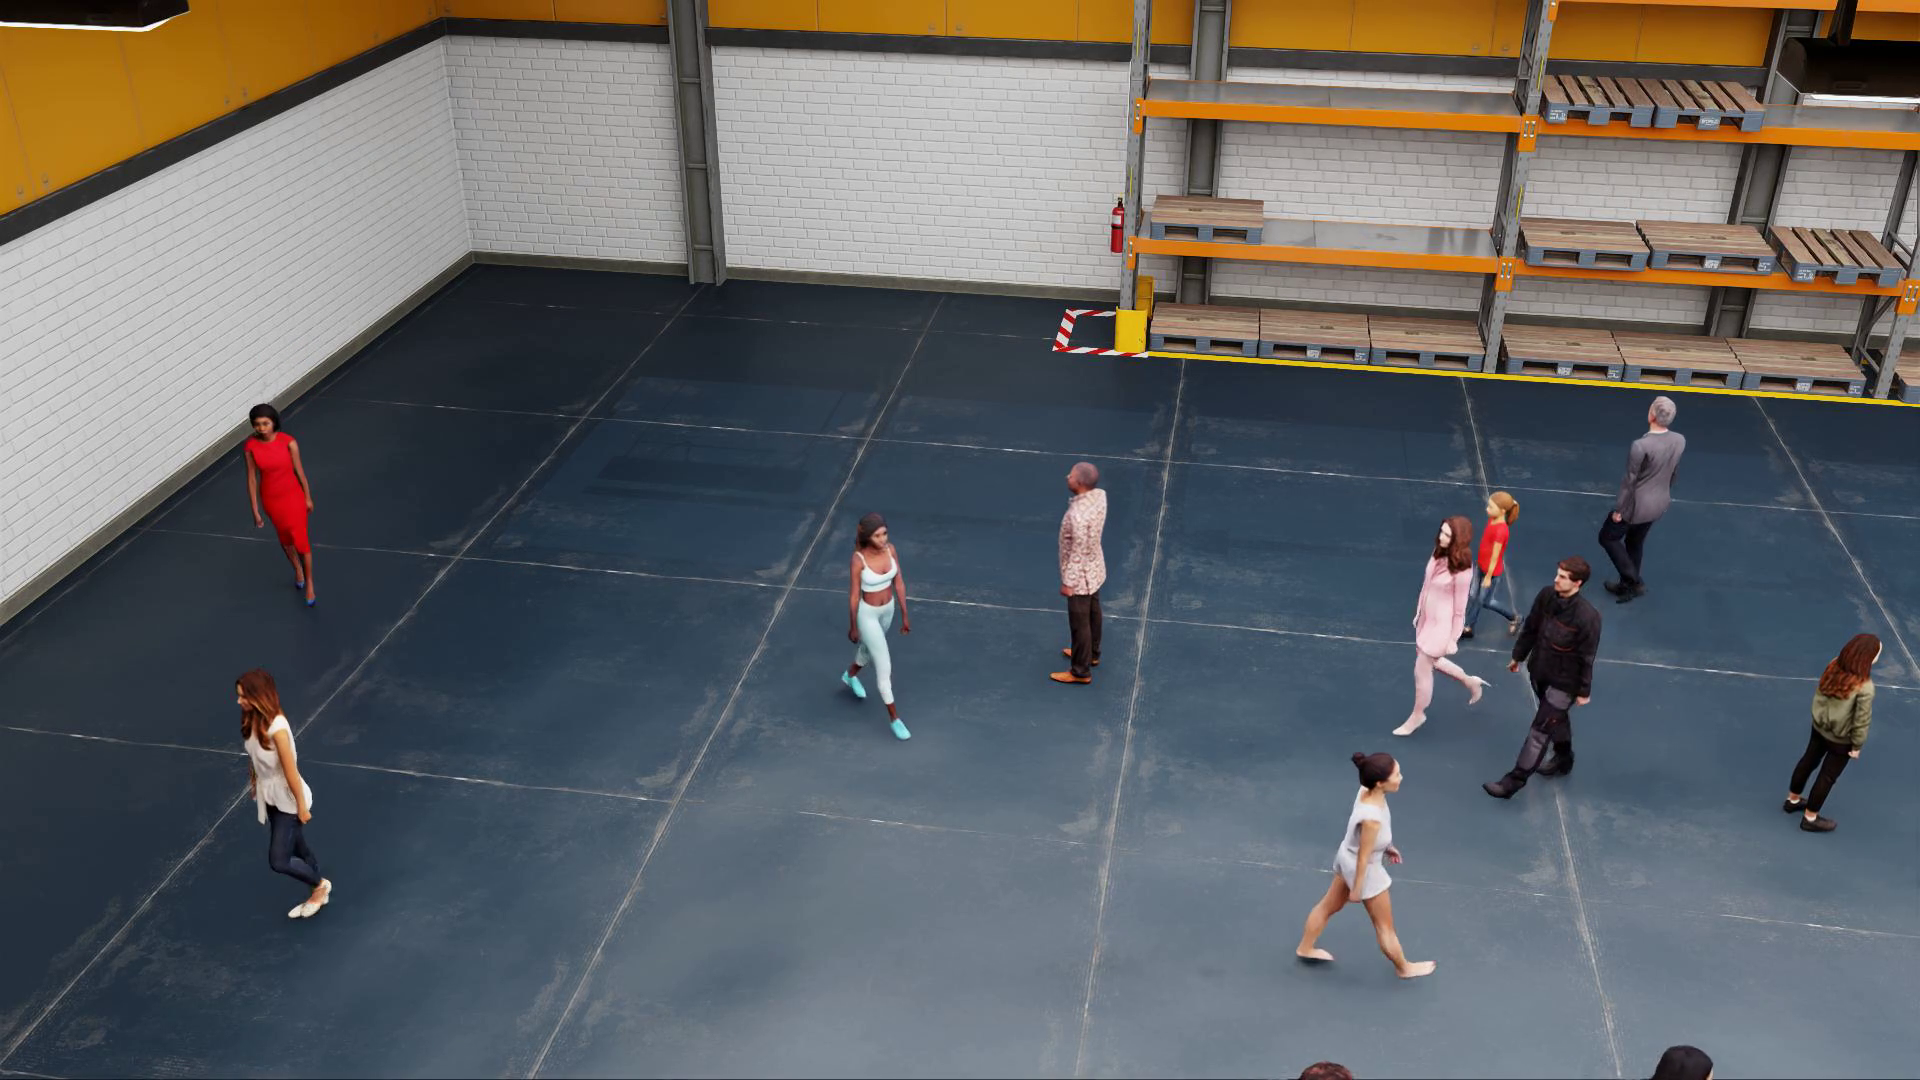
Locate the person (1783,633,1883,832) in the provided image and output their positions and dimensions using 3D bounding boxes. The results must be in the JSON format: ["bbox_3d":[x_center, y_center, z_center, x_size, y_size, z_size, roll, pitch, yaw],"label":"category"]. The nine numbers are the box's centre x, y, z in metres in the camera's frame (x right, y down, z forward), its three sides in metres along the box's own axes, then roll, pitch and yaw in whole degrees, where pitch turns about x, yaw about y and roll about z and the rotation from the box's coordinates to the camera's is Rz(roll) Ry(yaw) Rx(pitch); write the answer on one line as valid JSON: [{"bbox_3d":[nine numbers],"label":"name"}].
[{"bbox_3d":[5.773,1.251,10.983,0.606,1.475,0.640,-5,29,-9],"label":"person"}]

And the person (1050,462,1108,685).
[{"bbox_3d":[0.934,0.232,12.502,0.667,1.809,0.735,11,31,20],"label":"person"}]

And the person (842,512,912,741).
[{"bbox_3d":[-0.656,0.545,12.059,1.046,1.684,1.149,-20,35,-33],"label":"person"}]

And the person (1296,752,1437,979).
[{"bbox_3d":[2.254,1.901,9.693,1.029,1.569,0.616,3,29,5],"label":"person"}]

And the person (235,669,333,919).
[{"bbox_3d":[-4.038,1.538,10.141,0.694,1.776,0.784,25,38,38],"label":"person"}]

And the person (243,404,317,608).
[{"bbox_3d":[-5.547,-0.346,13.652,0.900,1.722,0.878,-8,30,-14],"label":"person"}]

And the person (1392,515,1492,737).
[{"bbox_3d":[3.489,0.603,11.852,1.069,1.780,0.843,-6,29,-10],"label":"person"}]

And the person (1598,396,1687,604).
[{"bbox_3d":[5.532,-0.262,13.394,0.910,1.822,0.981,-12,31,-21],"label":"person"}]

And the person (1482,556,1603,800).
[{"bbox_3d":[4.116,0.917,11.260,1.231,1.795,1.061,-9,30,-17],"label":"person"}]

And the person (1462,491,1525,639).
[{"bbox_3d":[4.216,0.229,13.044,0.812,1.295,0.567,0,29,0],"label":"person"}]
